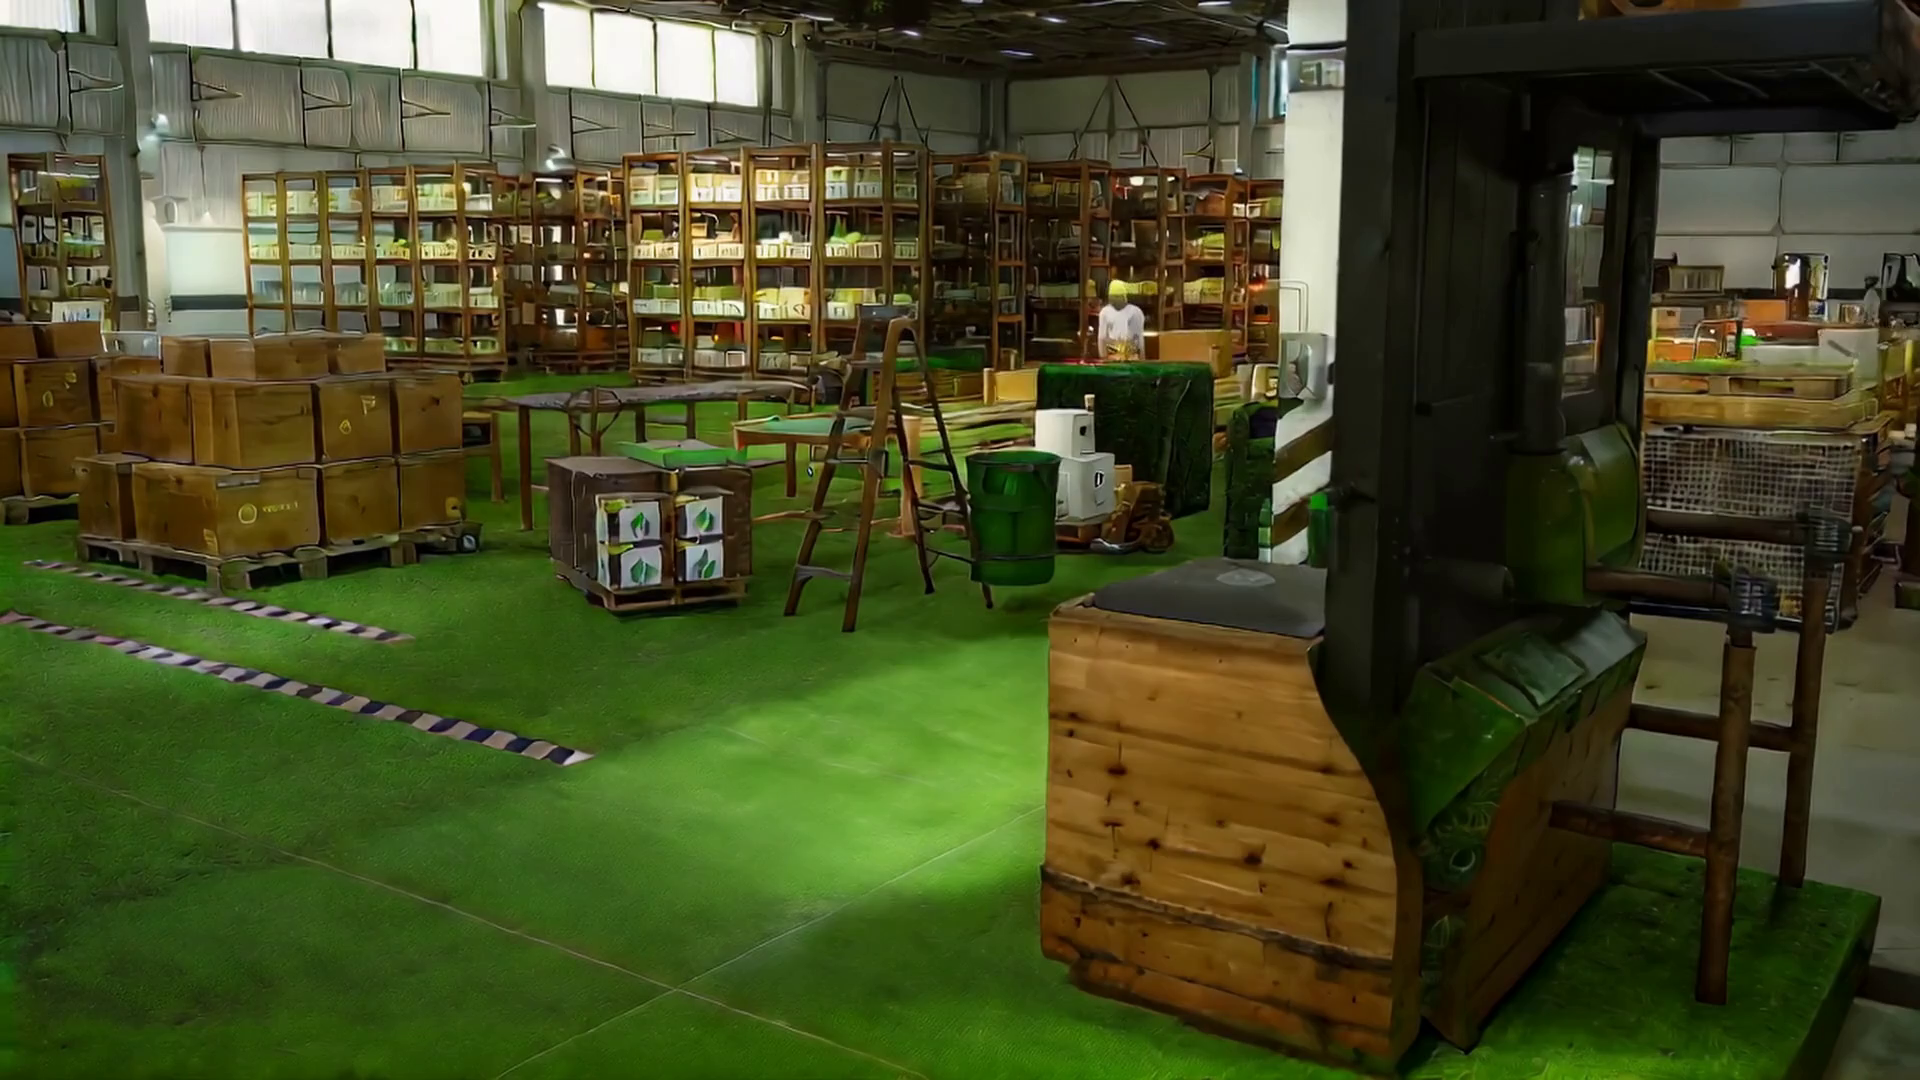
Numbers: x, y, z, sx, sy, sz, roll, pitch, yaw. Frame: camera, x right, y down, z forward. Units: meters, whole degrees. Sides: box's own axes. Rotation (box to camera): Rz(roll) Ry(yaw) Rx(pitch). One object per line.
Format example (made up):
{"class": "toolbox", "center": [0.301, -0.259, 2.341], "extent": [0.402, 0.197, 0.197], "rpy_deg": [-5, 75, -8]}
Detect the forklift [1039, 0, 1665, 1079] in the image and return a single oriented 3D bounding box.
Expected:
{"class": "forklift", "center": [1.249, -0.137, 4.360], "extent": [1.873, 2.768, 1.129], "rpy_deg": [7, 12, 35]}

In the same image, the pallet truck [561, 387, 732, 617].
{"class": "pallet truck", "center": [-1.981, -0.274, 10.088], "extent": [0.680, 1.201, 1.601], "rpy_deg": [-5, 11, -28]}

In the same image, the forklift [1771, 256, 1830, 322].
{"class": "forklift", "center": [20.253, -5.854, 40.139], "extent": [1.157, 1.987, 2.680], "rpy_deg": [7, 12, 35]}

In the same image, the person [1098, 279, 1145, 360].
{"class": "person", "center": [1.941, -2.216, 19.912], "extent": [0.592, 1.817, 0.721], "rpy_deg": [3, 10, 17]}

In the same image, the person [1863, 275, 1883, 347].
{"class": "person", "center": [18.105, -4.383, 33.008], "extent": [0.537, 1.748, 0.535], "rpy_deg": [1, 10, 5]}

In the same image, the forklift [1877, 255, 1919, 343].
{"class": "forklift", "center": [22.089, -5.634, 38.796], "extent": [1.157, 1.987, 2.680], "rpy_deg": [6, 11, 33]}

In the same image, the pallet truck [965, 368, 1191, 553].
{"class": "pallet truck", "center": [0.845, -0.609, 11.869], "extent": [1.630, 1.274, 0.653], "rpy_deg": [7, 12, 35]}
